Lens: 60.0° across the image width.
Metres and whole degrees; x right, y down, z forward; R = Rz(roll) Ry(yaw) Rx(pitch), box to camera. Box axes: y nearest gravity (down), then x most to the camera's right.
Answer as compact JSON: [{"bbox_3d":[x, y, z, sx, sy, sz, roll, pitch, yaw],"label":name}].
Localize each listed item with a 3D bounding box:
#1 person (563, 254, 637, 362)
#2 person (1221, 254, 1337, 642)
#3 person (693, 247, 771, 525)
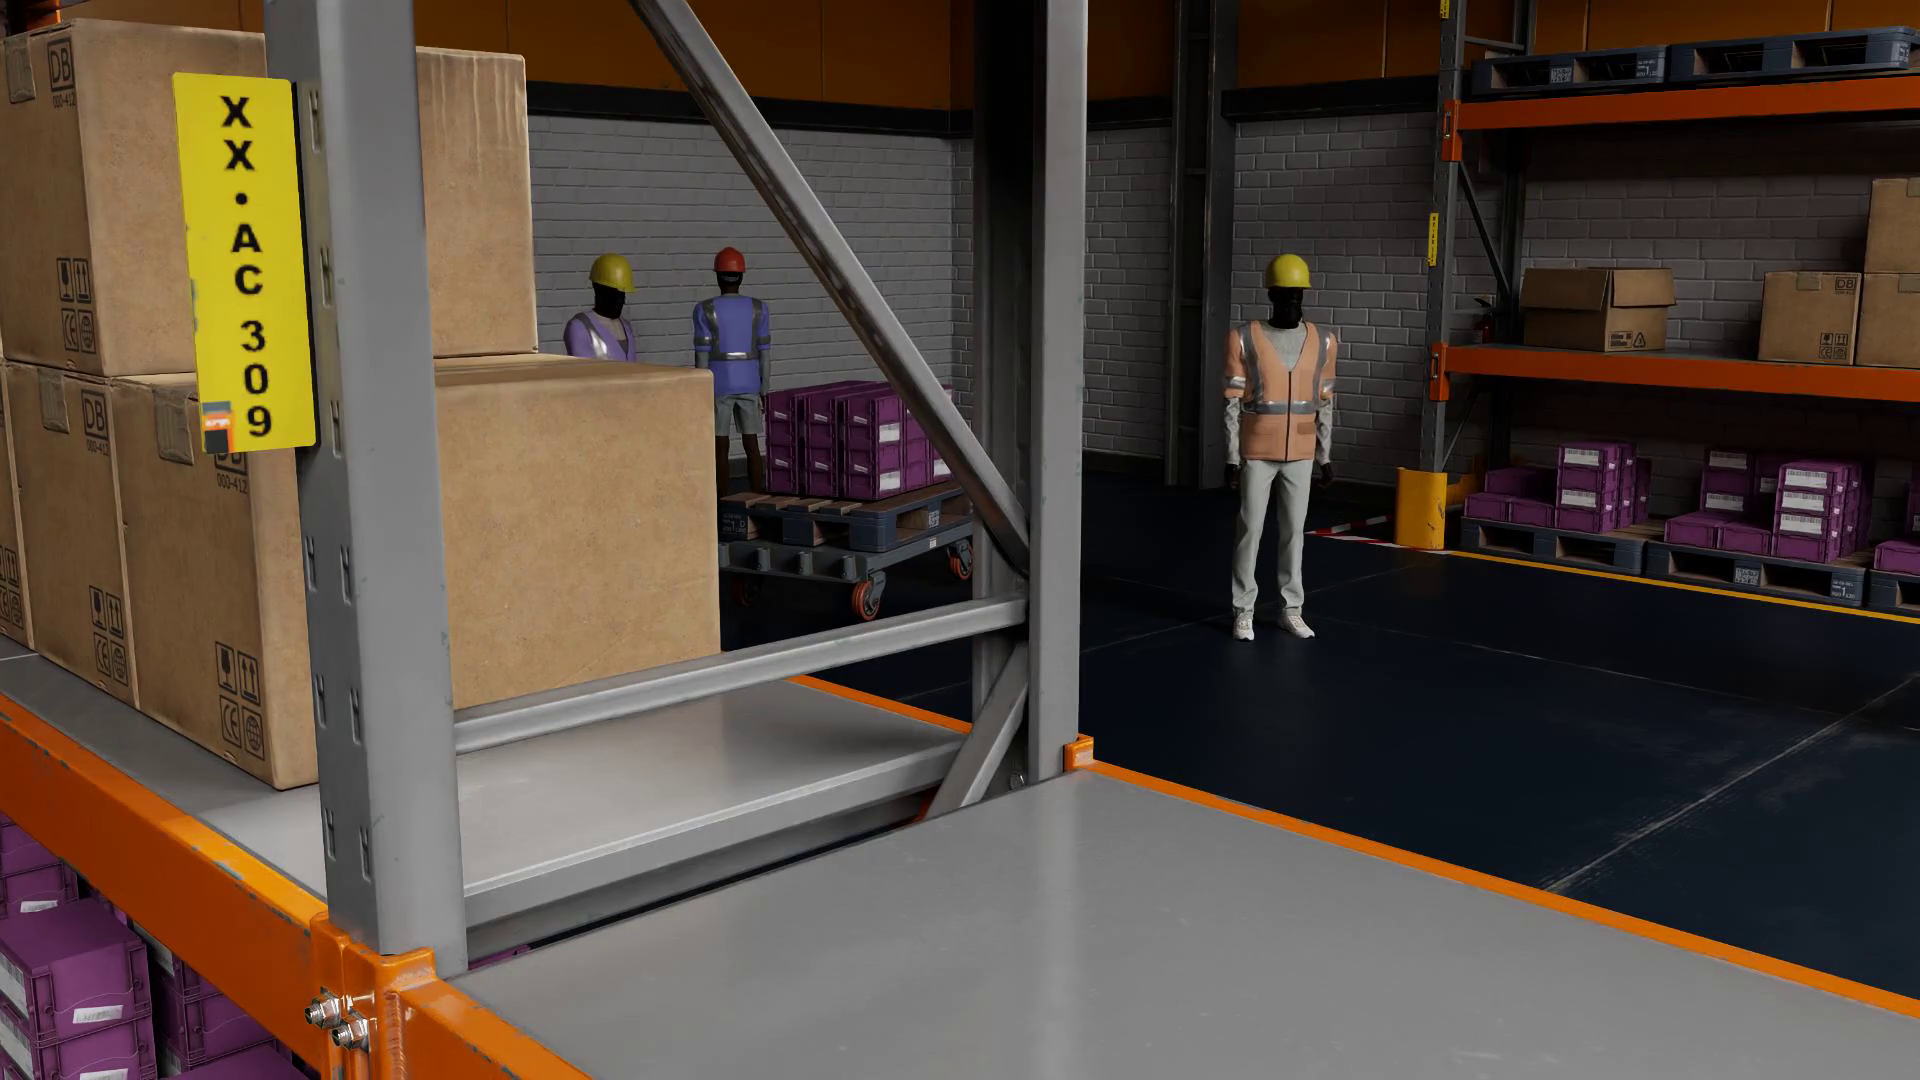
[{"bbox_3d":[-1.976,-0.645,9.402,0.381,1.917,0.585,3,11,18],"label":"person"},{"bbox_3d":[1.595,-0.454,8.323,0.585,1.930,0.358,-2,11,-9],"label":"person"},{"bbox_3d":[-1.597,-1.069,11.656,0.551,1.937,0.356,-4,11,-22],"label":"person"}]
